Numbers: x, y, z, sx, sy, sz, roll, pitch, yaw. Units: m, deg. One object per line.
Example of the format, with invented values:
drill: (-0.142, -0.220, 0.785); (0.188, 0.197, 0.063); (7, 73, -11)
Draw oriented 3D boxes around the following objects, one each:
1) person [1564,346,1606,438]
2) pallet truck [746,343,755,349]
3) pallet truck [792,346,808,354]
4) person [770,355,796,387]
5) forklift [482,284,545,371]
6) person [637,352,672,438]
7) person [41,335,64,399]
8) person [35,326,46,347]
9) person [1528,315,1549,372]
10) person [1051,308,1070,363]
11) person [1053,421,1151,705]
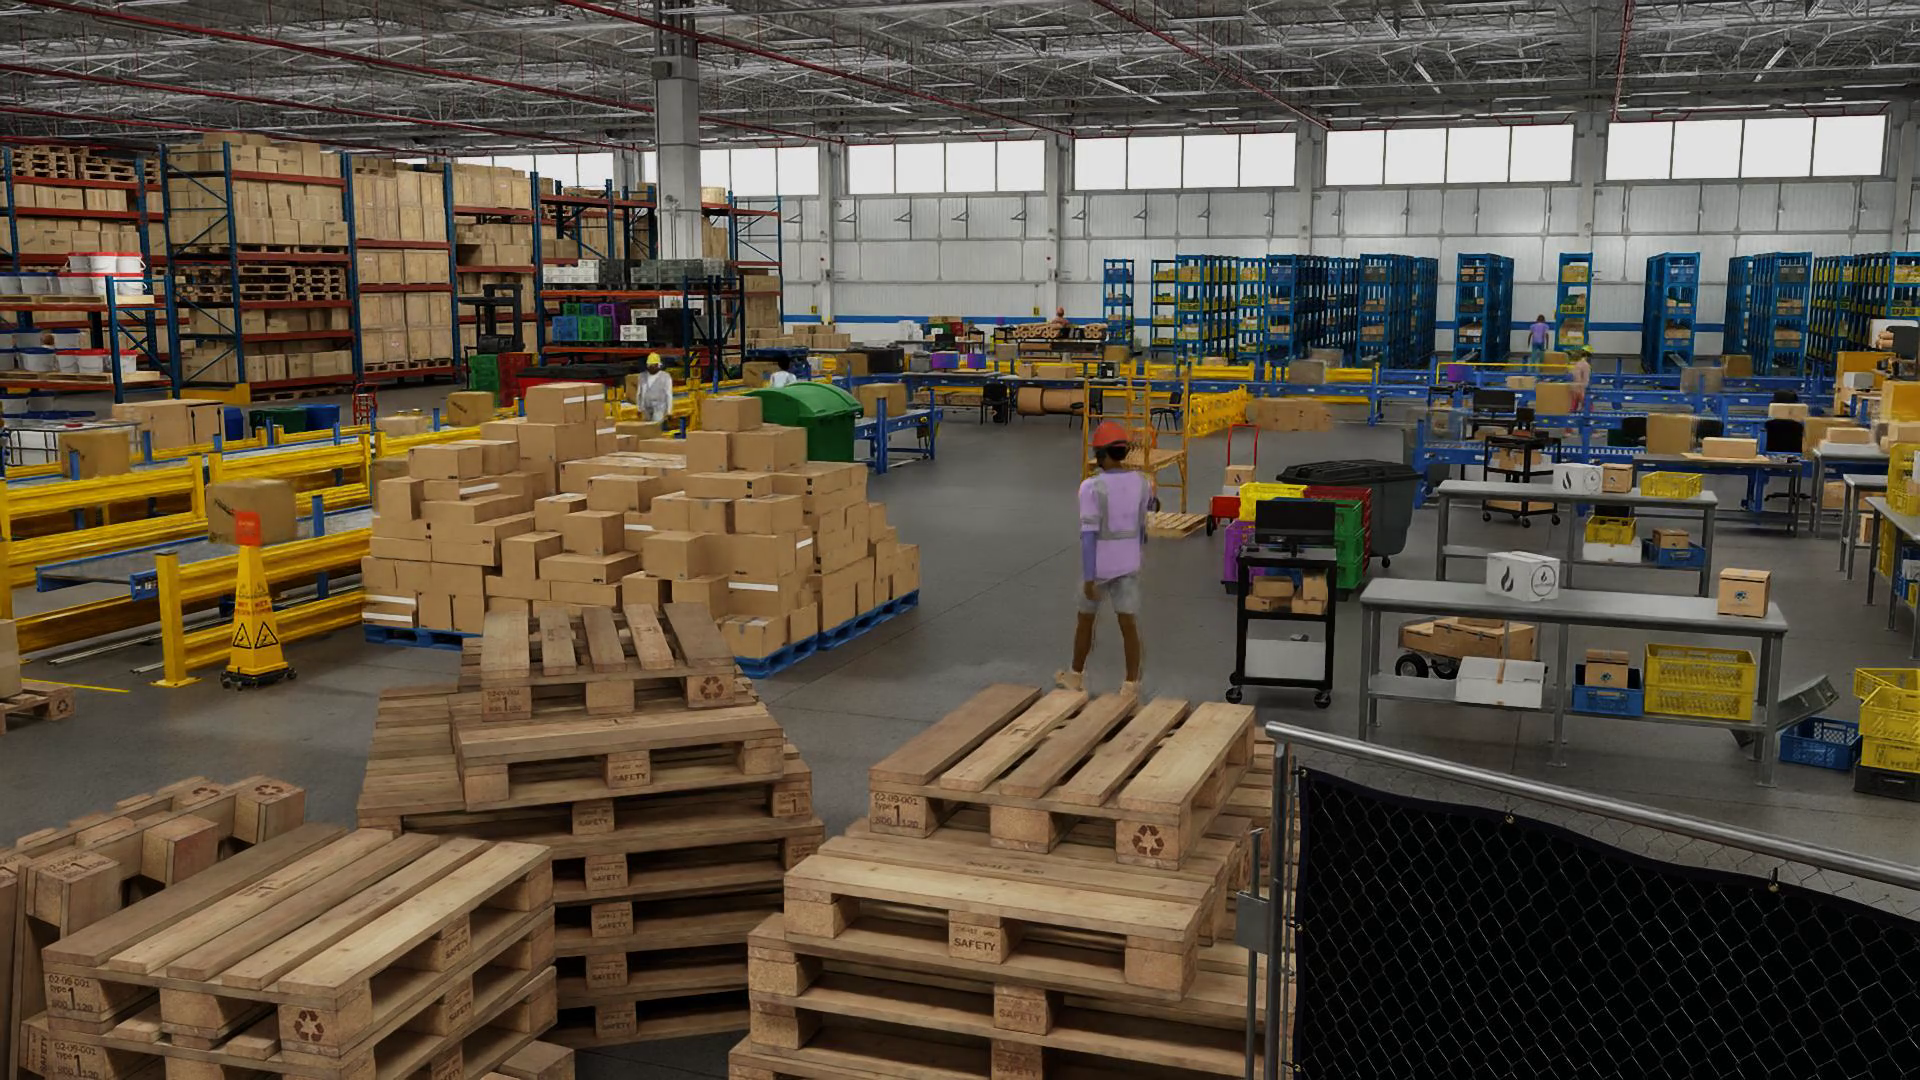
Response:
person: (11.653, -2.745, 30.948); (0.793, 1.723, 0.524); (-2, 9, -11)
pallet truck: (-6.183, -4.618, 44.264); (1.601, 1.201, 0.680); (-9, 12, -43)
pallet truck: (-3.705, -4.298, 42.022); (0.653, 1.274, 1.630); (3, 10, 20)
person: (-3.069, -2.367, 28.785); (0.536, 1.656, 0.850); (4, 10, 24)
forklift: (-10.832, -4.702, 39.610); (1.129, 2.768, 1.873); (3, 10, 20)
person: (-4.895, -2.133, 26.810); (0.606, 1.814, 0.631); (3, 10, 18)
person: (-22.065, -4.178, 40.355); (0.549, 1.592, 0.715); (7, 11, 38)
person: (-25.920, -5.210, 46.766); (0.521, 1.609, 0.775); (4, 10, 21)
person: (17.958, -6.075, 51.643); (0.614, 1.789, 0.903); (4, 10, 23)
person: (3.235, -6.457, 53.394); (0.622, 1.996, 0.370); (2, 9, 11)
person: (1.013, 0.160, 11.804); (0.626, 2.003, 0.943); (-5, 10, -27)
